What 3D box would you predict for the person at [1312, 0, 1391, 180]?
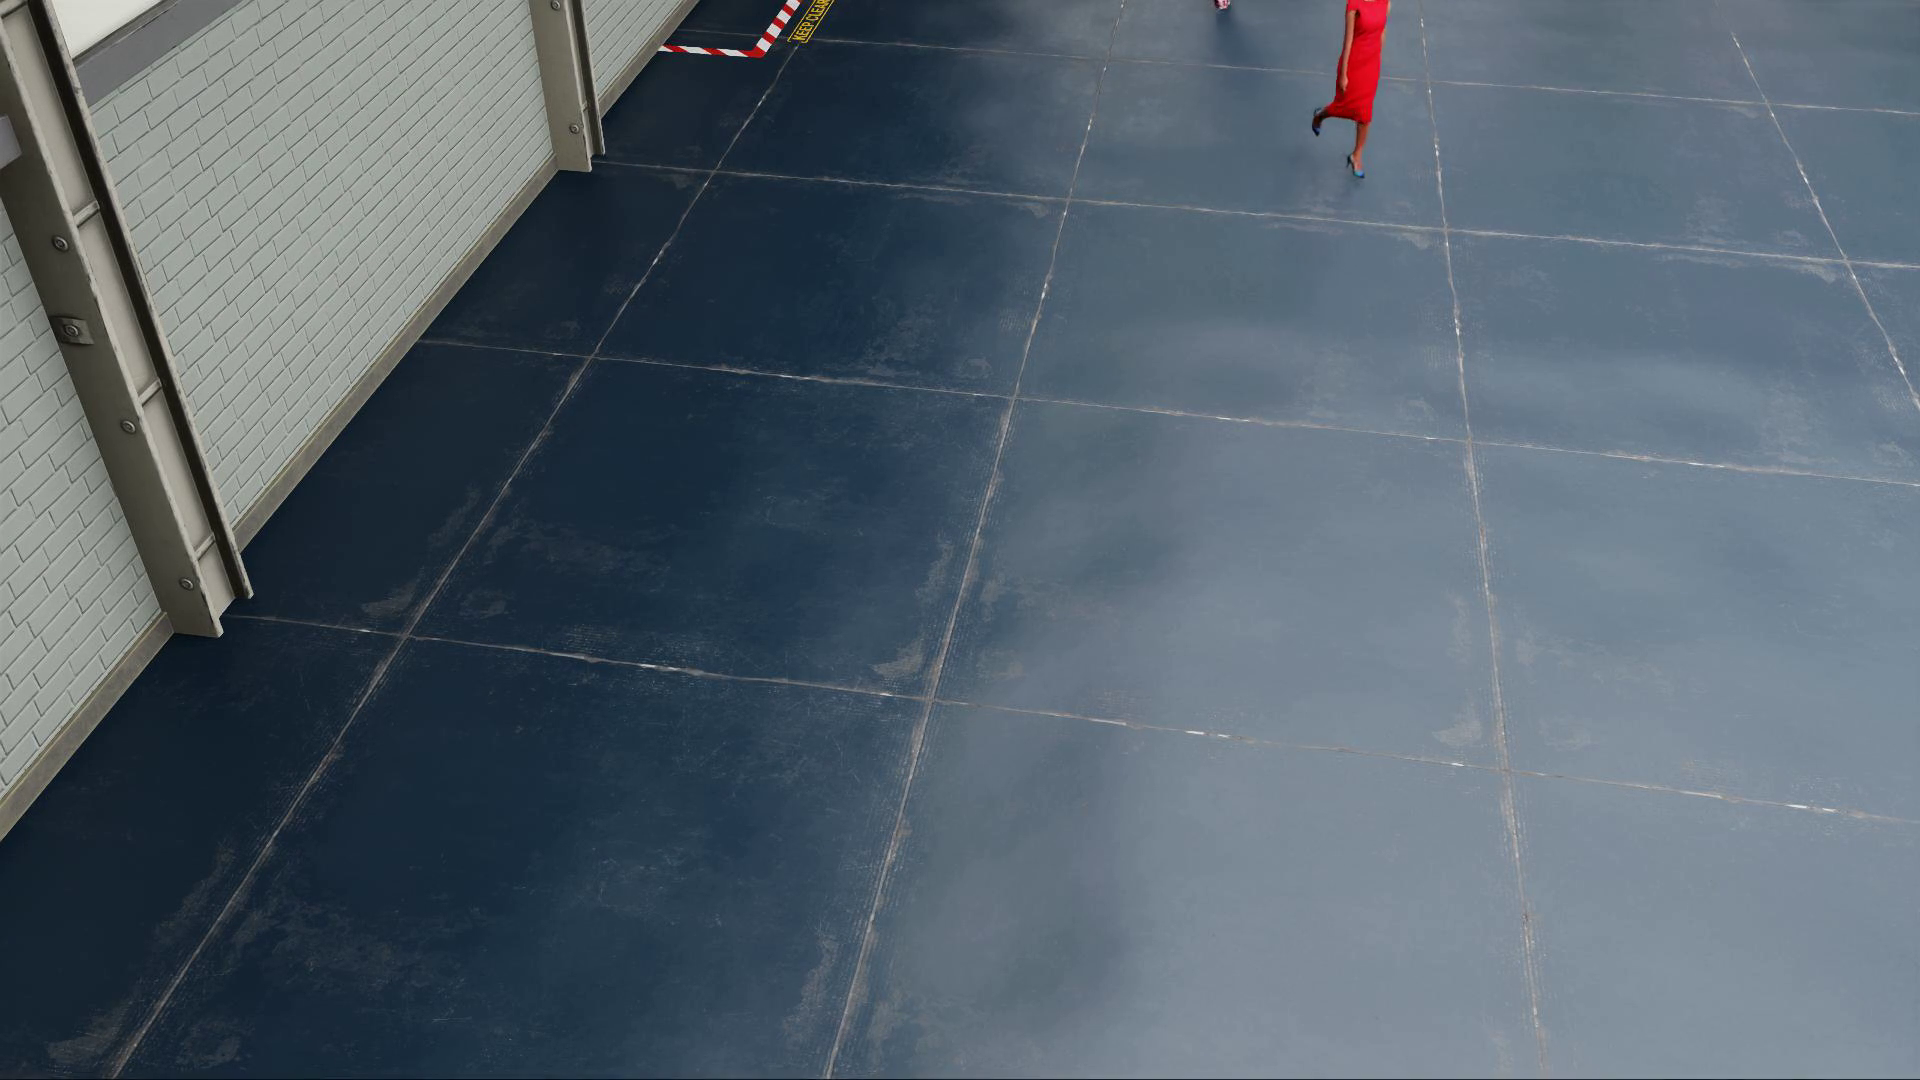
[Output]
[{"bbox_3d":[3.187,-3.847,13.531,0.902,1.721,1.067,-15,41,-19],"label":"person"}]
